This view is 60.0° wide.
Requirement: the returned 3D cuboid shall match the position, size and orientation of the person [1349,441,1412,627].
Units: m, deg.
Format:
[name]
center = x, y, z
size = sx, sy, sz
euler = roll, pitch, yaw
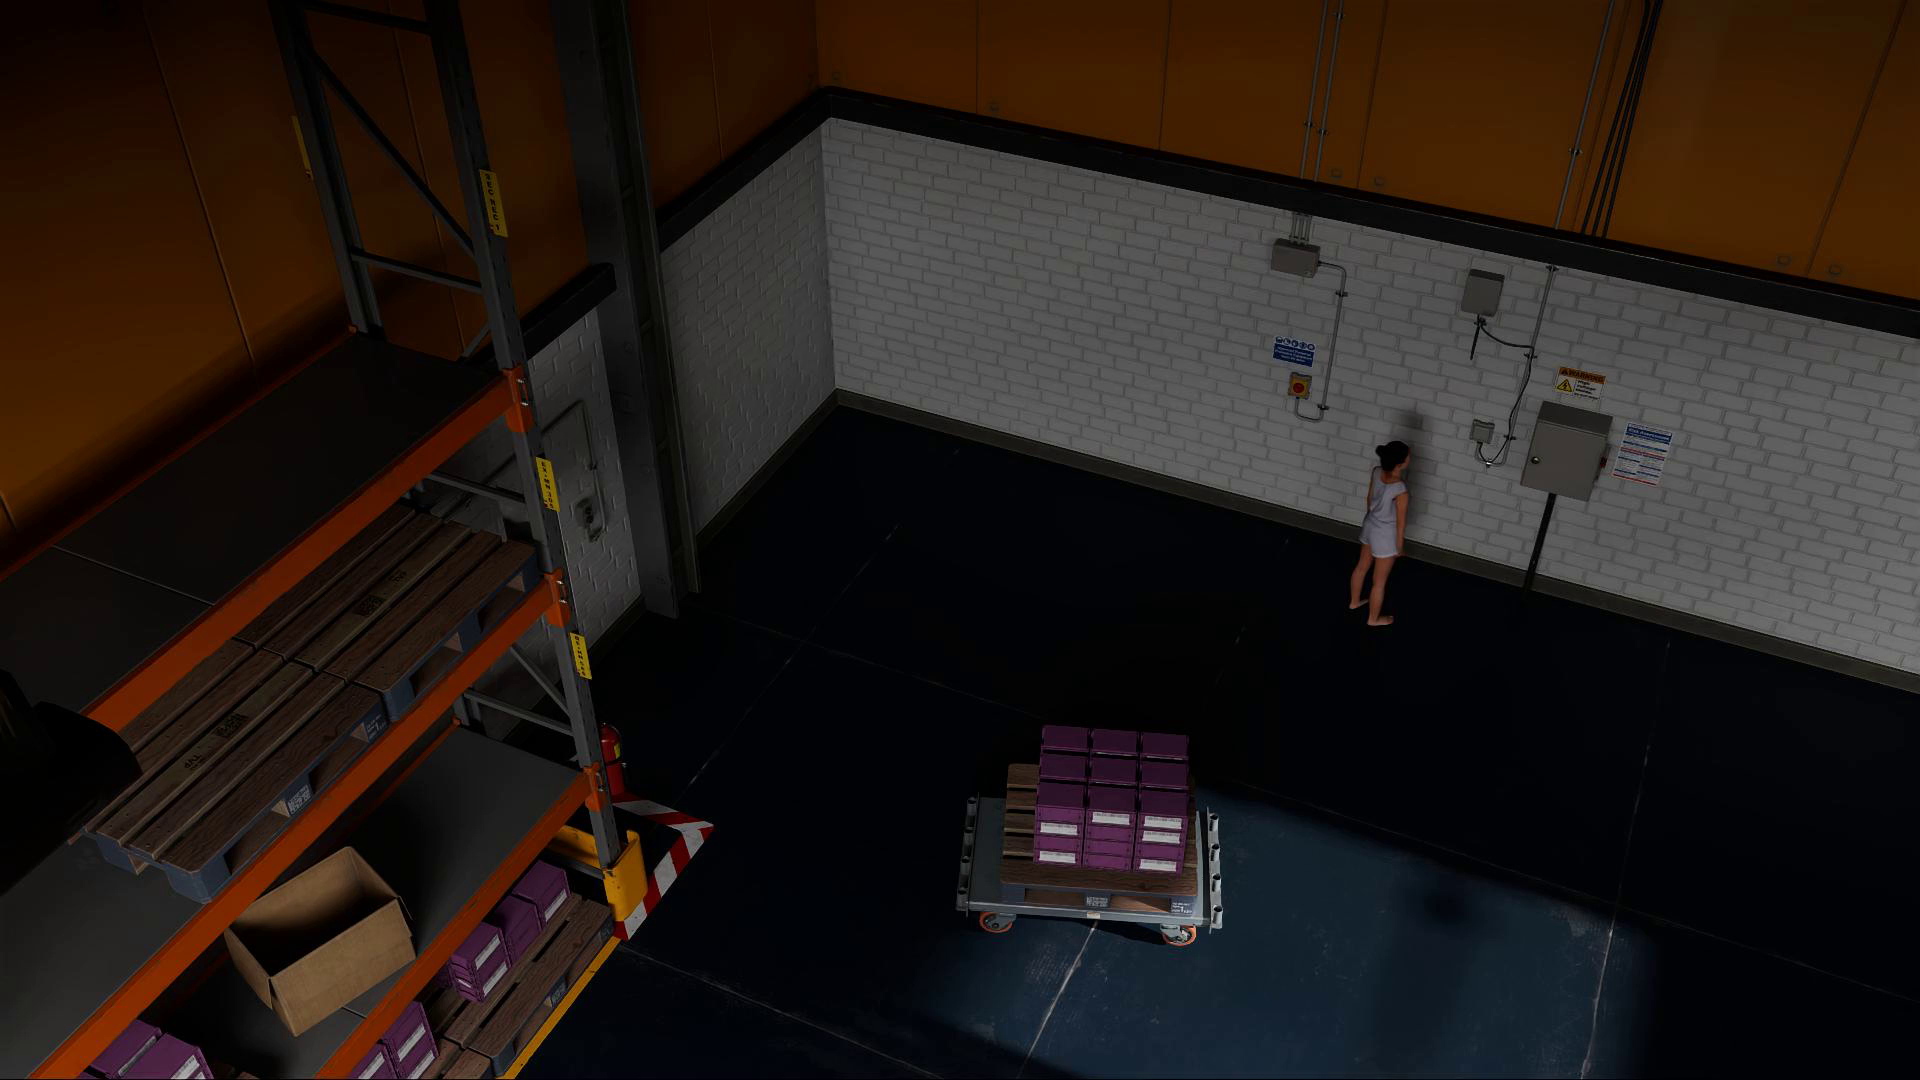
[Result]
[person]
center = 3.161, -0.060, 12.485
size = 0.722, 1.601, 0.671
euler = -15, 41, -18
